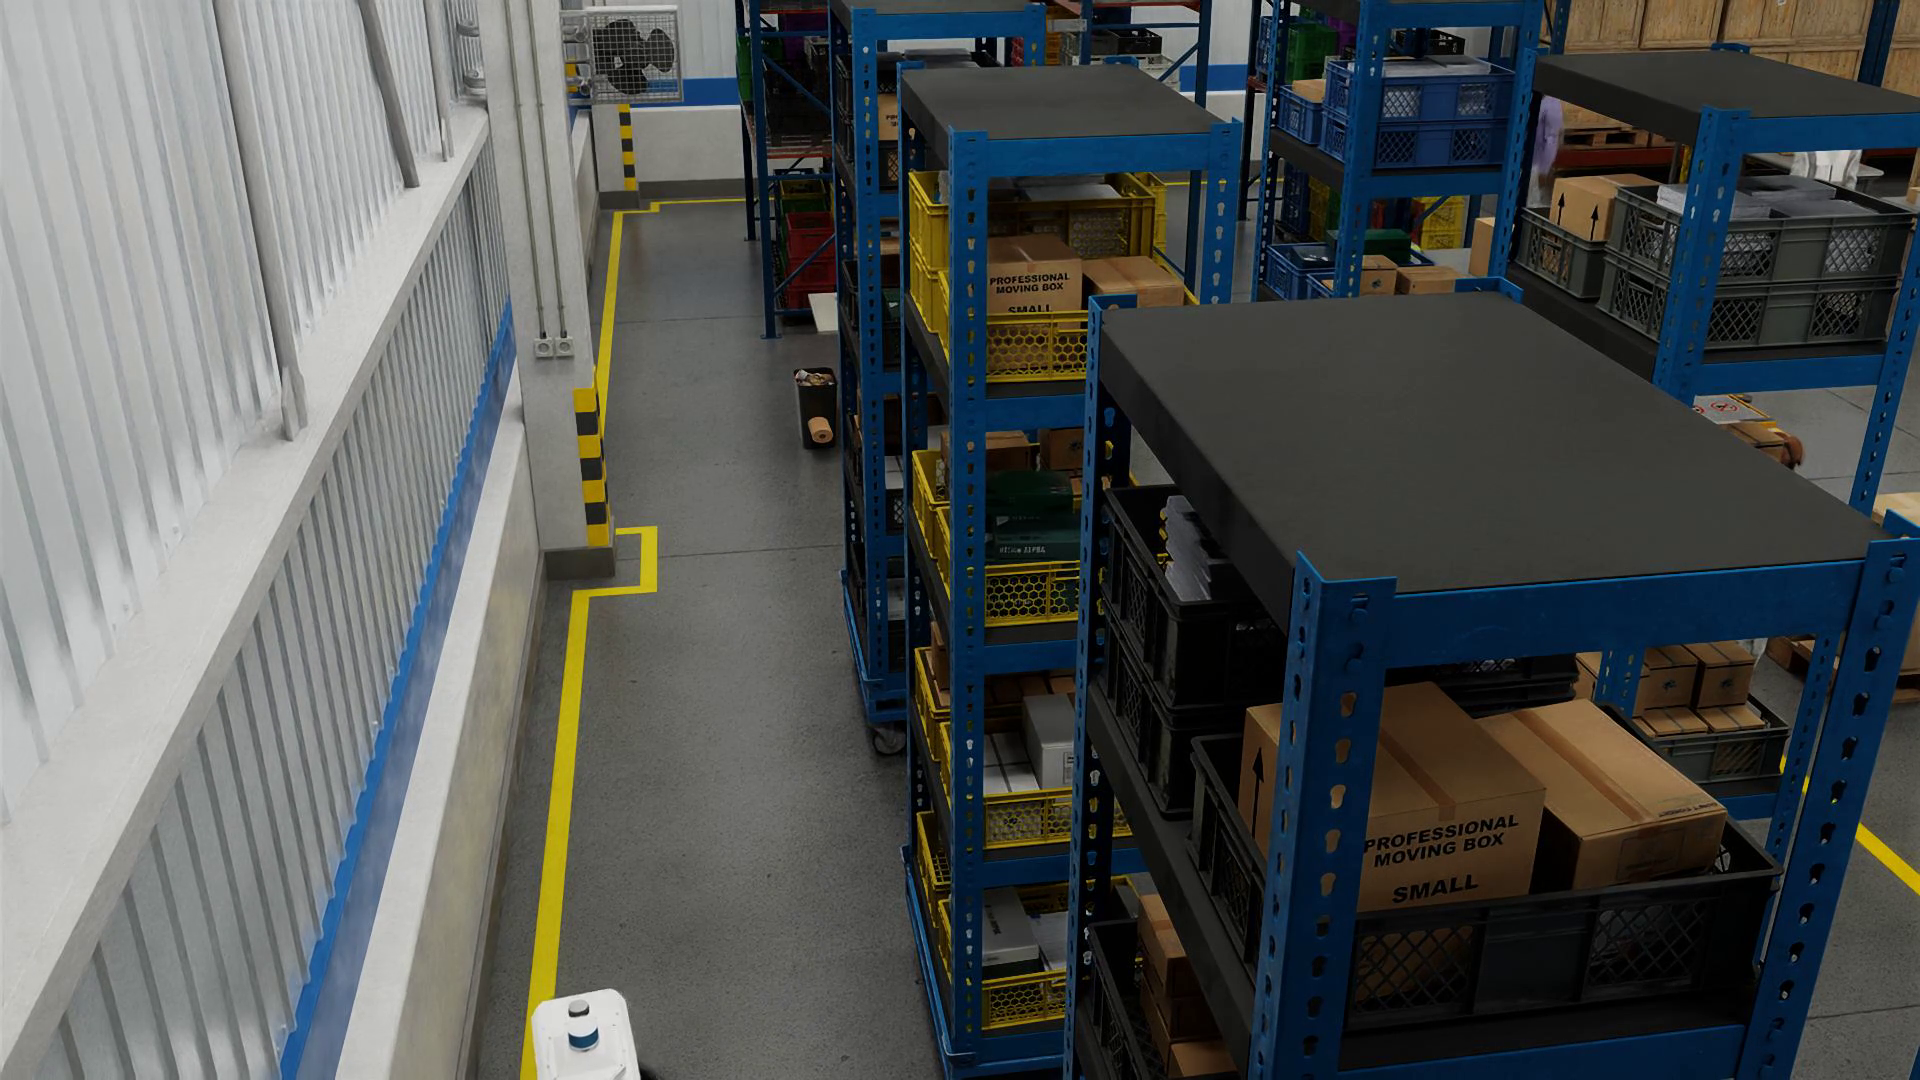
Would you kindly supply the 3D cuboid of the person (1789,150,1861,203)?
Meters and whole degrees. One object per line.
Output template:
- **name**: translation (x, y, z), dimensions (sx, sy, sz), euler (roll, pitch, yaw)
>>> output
- **person**: translation (7.597, -2.941, 14.755), dimensions (0.564, 1.880, 0.357), euler (2, 25, 4)

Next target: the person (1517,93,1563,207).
- **person**: translation (5.647, -3.705, 16.366), dimensions (0.449, 1.918, 0.830), euler (-1, 25, -3)

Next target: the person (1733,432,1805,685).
- **person**: translation (3.808, 0.261, 8.069), dimensions (0.306, 1.640, 0.523), euler (-6, 25, -13)

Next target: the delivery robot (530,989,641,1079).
- **delivery robot**: translation (-1.285, 1.870, 5.756), dimensions (0.477, 0.478, 0.707), euler (-7, 26, -16)

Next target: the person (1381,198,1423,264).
- **person**: translation (2.984, -1.492, 11.650), dimensions (0.430, 1.838, 0.619), euler (-16, 29, -32)

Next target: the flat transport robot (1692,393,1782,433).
- **flat transport robot**: translation (5.224, -0.859, 12.132), dimensions (1.431, 0.197, 0.652), euler (-4, 25, -8)
